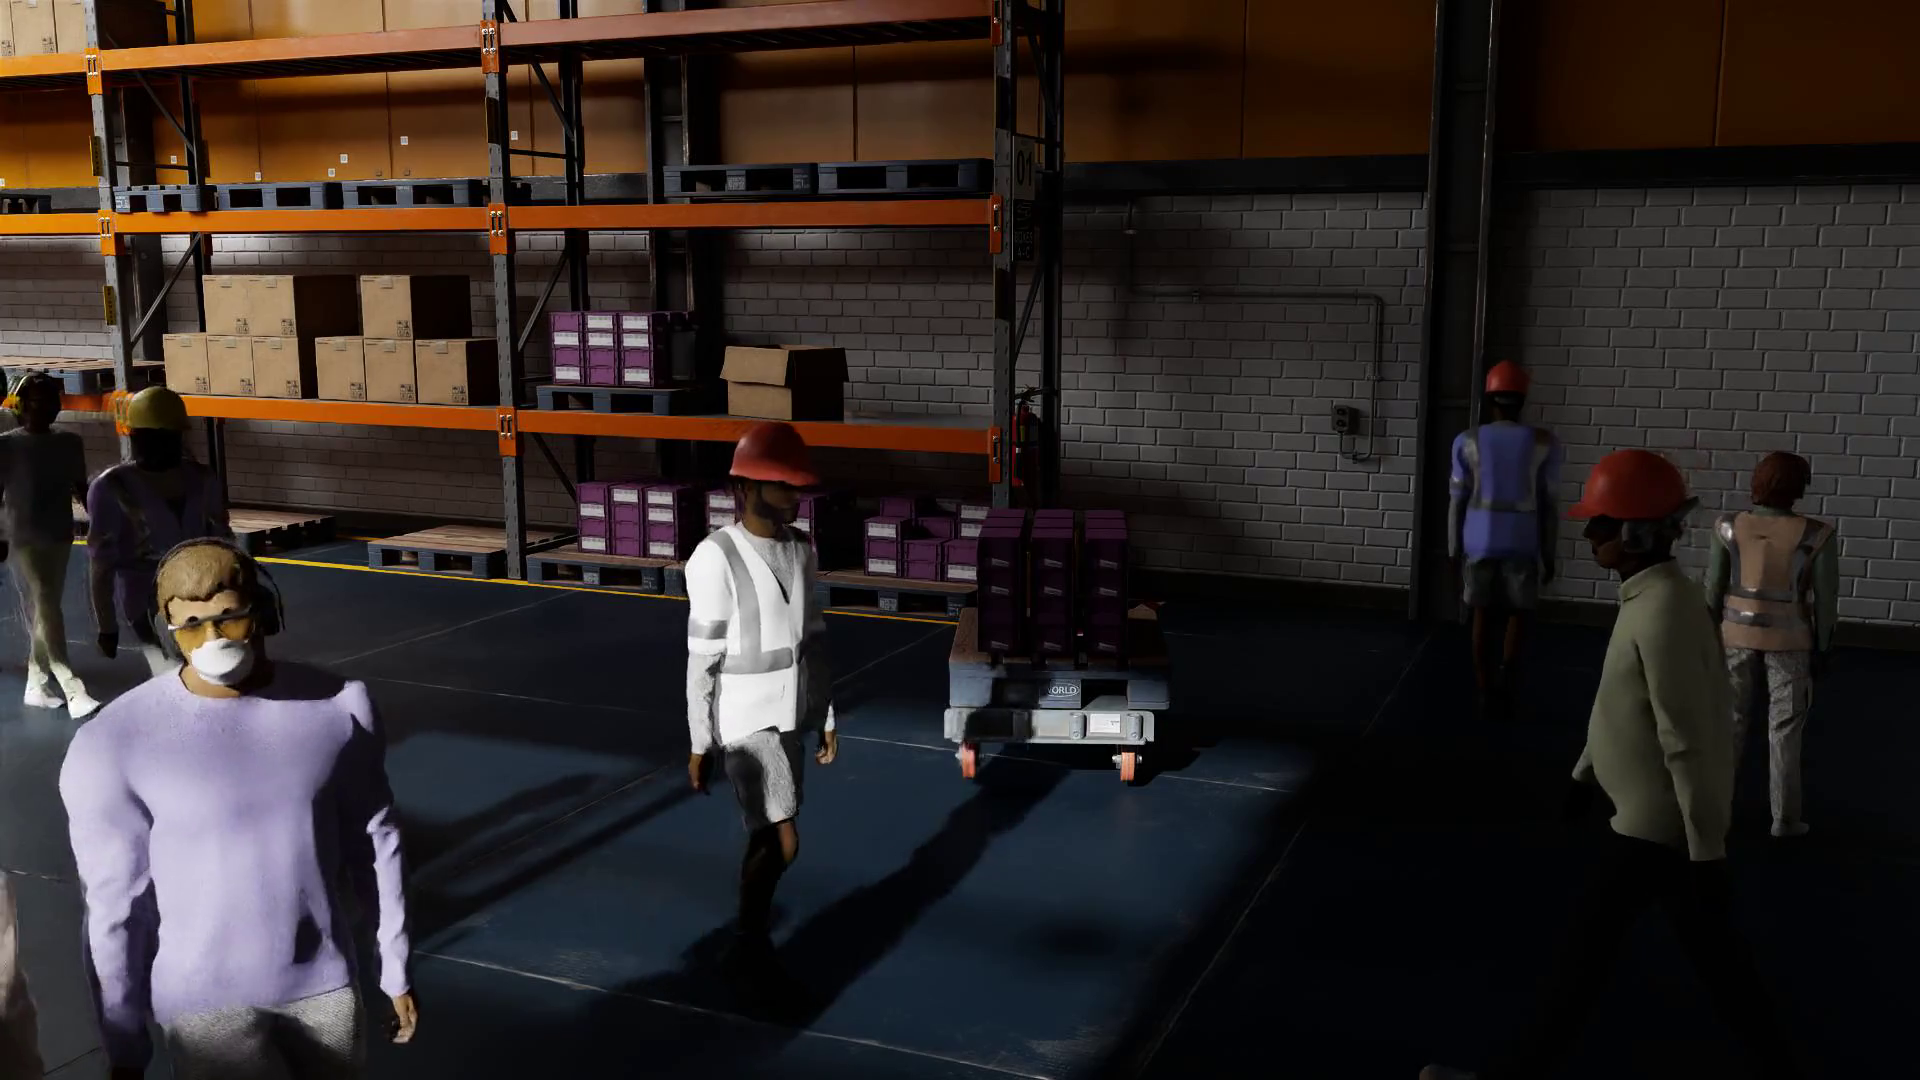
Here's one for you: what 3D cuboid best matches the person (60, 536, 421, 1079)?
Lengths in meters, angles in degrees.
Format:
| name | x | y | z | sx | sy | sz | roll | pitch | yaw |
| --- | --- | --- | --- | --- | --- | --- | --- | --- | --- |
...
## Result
| name | x | y | z | sx | sy | sz | roll | pitch | yaw |
| --- | --- | --- | --- | --- | --- | --- | --- | --- | --- |
| person | -1.470 | 0.913 | 3.443 | 0.967 | 1.892 | 0.641 | 9 | 13 | 44 |

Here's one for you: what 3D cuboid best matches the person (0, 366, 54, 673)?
| name | x | y | z | sx | sy | sz | roll | pitch | yaw |
| --- | --- | --- | --- | --- | --- | --- | --- | --- | --- |
| person | -5.587 | -0.099 | 9.651 | 0.880 | 1.850 | 0.599 | 8 | 12 | 39 |

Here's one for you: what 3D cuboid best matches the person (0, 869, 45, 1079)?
| name | x | y | z | sx | sy | sz | roll | pitch | yaw |
| --- | --- | --- | --- | --- | --- | --- | --- | --- | --- |
| person | -1.964 | 1.119 | 3.012 | 0.525 | 1.612 | 0.595 | 1 | 10 | 5 |

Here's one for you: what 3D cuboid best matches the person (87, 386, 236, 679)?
| name | x | y | z | sx | sy | sz | roll | pitch | yaw |
| --- | --- | --- | --- | --- | --- | --- | --- | --- | --- |
| person | -3.366 | 0.287 | 7.214 | 0.908 | 1.889 | 0.601 | 4 | 10 | 24 |

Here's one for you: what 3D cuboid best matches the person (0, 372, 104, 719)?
| name | x | y | z | sx | sy | sz | roll | pitch | yaw |
| --- | --- | --- | --- | --- | --- | --- | --- | --- | --- |
| person | -4.791 | 0.035 | 8.858 | 0.895 | 1.835 | 0.564 | 5 | 11 | 27 |

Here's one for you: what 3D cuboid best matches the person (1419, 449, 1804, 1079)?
| name | x | y | z | sx | sy | sz | roll | pitch | yaw |
| --- | --- | --- | --- | --- | --- | --- | --- | --- | --- |
| person | 1.866 | 0.721 | 4.497 | 1.042 | 1.933 | 0.655 | 4 | 10 | 24 |

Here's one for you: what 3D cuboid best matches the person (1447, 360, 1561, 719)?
| name | x | y | z | sx | sy | sz | roll | pitch | yaw |
| --- | --- | --- | --- | --- | --- | --- | --- | --- | --- |
| person | 2.820 | 0.023 | 8.684 | 0.554 | 1.918 | 0.541 | 3 | 10 | 19 |

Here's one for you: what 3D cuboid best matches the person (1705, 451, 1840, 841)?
| name | x | y | z | sx | sy | sz | roll | pitch | yaw |
| --- | --- | --- | --- | --- | --- | --- | --- | --- | --- |
| person | 3.397 | 0.446 | 7.000 | 0.521 | 1.640 | 0.306 | 8 | 12 | 39 |

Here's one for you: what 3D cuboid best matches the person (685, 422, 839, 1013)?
| name | x | y | z | sx | sy | sz | roll | pitch | yaw |
| --- | --- | --- | --- | --- | --- | --- | --- | --- | --- |
| person | -0.598 | 0.581 | 5.339 | 0.453 | 1.921 | 0.580 | 6 | 11 | 31 |
